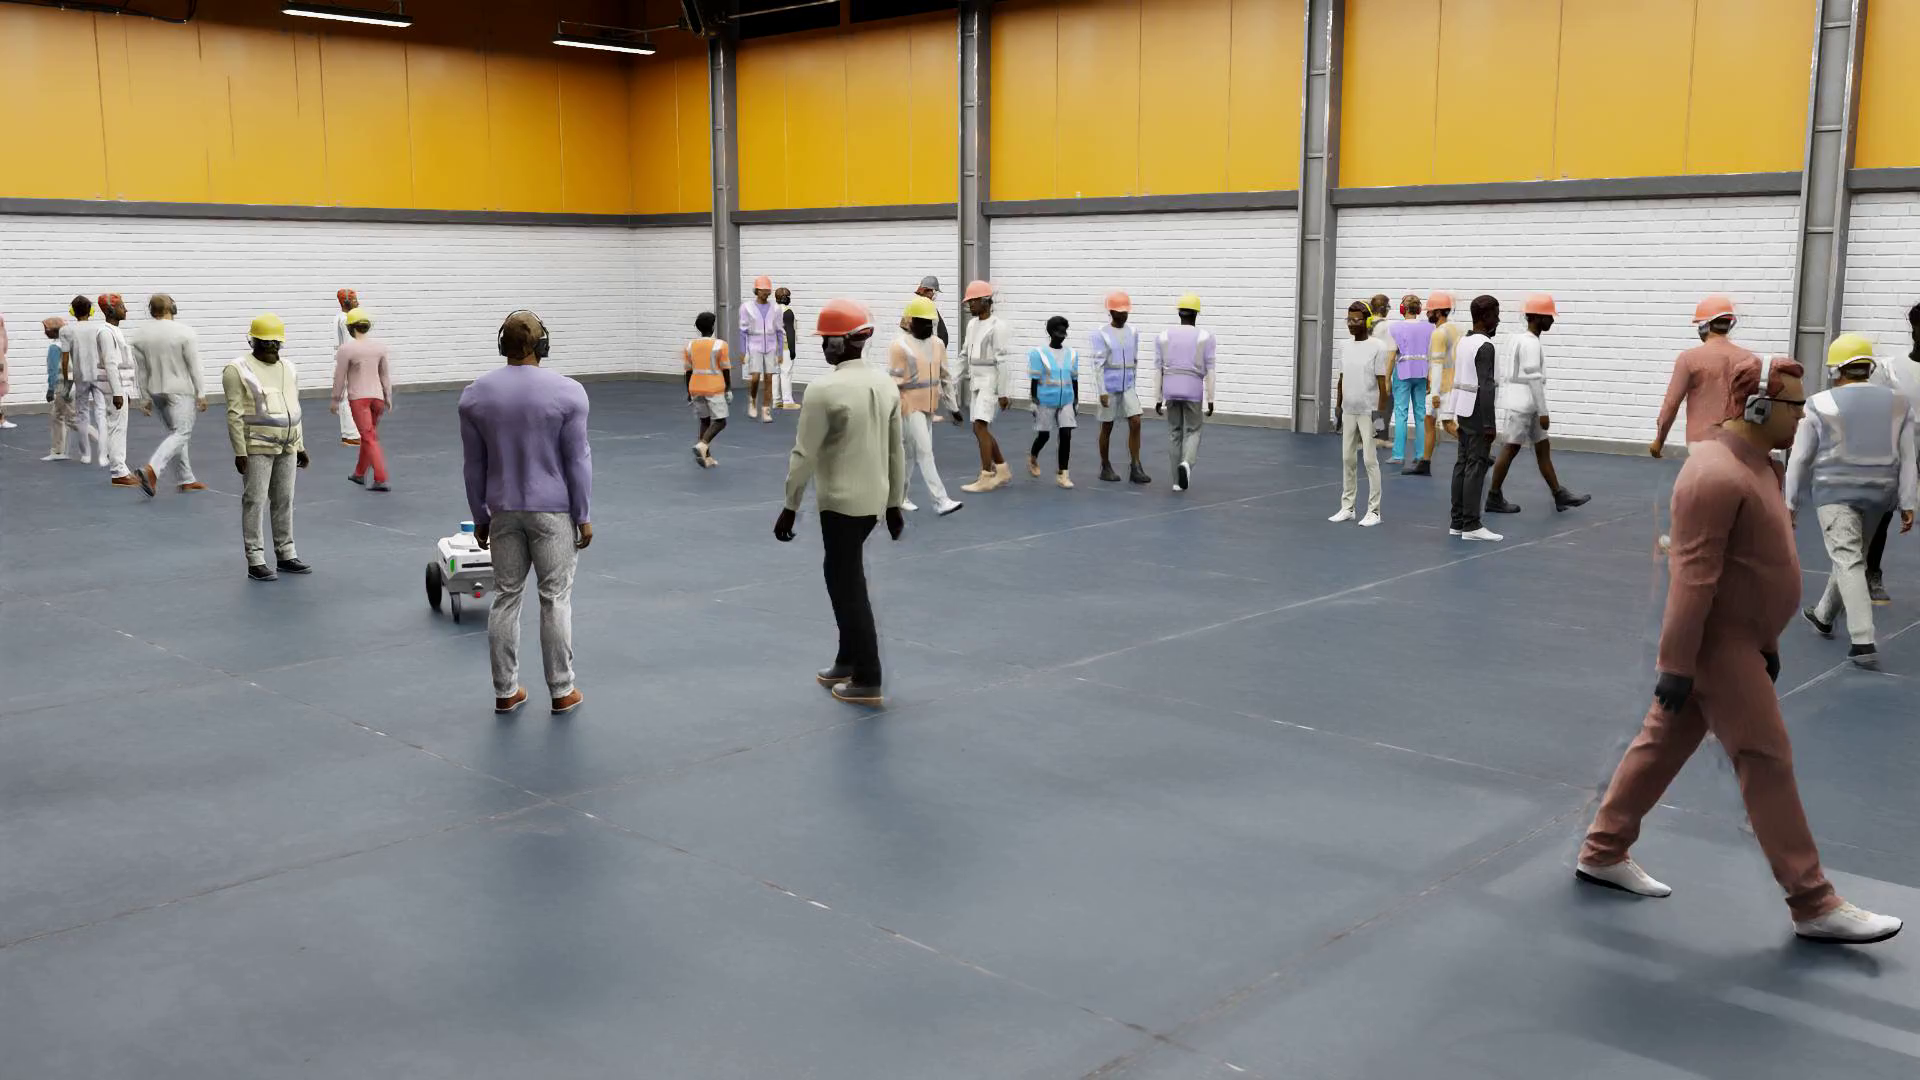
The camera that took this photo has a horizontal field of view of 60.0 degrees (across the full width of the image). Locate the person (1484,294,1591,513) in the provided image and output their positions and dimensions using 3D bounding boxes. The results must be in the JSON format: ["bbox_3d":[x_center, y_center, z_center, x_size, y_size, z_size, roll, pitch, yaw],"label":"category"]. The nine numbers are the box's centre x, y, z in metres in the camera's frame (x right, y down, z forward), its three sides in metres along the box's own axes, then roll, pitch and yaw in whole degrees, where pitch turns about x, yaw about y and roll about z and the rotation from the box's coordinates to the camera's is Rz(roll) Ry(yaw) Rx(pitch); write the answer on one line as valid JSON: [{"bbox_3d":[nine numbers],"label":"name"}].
[{"bbox_3d":[5.000,-1.149,14.282,0.942,1.892,0.570,3,10,18],"label":"person"}]

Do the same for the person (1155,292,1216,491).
[{"bbox_3d":[2.106,-1.380,15.707,0.587,1.905,0.618,4,10,21],"label":"person"}]

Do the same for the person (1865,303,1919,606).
[{"bbox_3d":[5.839,-0.493,10.171,0.608,1.917,0.983,2,9,10],"label":"person"}]

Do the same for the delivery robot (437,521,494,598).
[{"bbox_3d":[-3.024,0.128,10.285,0.477,0.478,0.707,-4,10,-22],"label":"delivery robot"}]

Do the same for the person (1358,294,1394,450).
[{"bbox_3d":[4.911,-1.955,19.460,0.554,1.829,0.519,-6,11,-33],"label":"person"}]

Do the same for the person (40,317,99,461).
[{"bbox_3d":[-9.778,-1.656,18.308,0.747,1.609,0.509,-2,10,-15],"label":"person"}]

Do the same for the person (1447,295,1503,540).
[{"bbox_3d":[4.052,-0.960,13.072,0.391,1.920,0.593,0,9,-3],"label":"person"}]

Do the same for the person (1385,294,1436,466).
[{"bbox_3d":[4.847,-1.717,17.932,0.563,1.848,0.391,-2,9,-11],"label":"person"}]

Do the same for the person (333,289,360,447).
[{"bbox_3d":[-7.292,-2.055,19.897,0.356,1.883,0.574,-6,11,-31],"label":"person"}]

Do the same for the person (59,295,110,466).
[{"bbox_3d":[-9.441,-1.724,18.019,0.556,1.864,0.574,-4,10,-25],"label":"person"}]

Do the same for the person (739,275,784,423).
[{"bbox_3d":[-2.725,-2.632,22.967,0.629,2.033,0.446,-4,10,-23],"label":"person"}]

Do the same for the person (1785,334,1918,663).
[{"bbox_3d":[4.880,-0.245,9.156,0.609,1.762,1.030,0,9,2],"label":"person"}]

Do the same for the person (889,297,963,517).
[{"bbox_3d":[-0.293,-1.146,14.332,0.980,1.873,0.612,8,12,42],"label":"person"}]

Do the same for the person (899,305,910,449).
[{"bbox_3d":[-0.531,-1.755,18.519,0.339,1.733,0.480,4,10,22],"label":"person"}]

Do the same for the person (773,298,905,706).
[{"bbox_3d":[-0.620,-0.182,8.124,0.673,1.970,0.620,6,11,31],"label":"person"}]

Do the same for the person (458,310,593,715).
[{"bbox_3d":[-2.050,-0.121,7.913,0.623,1.932,0.368,1,9,8],"label":"person"}]

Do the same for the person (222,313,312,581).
[{"bbox_3d":[-4.729,-0.641,11.415,0.403,1.822,0.588,5,10,27],"label":"person"}]

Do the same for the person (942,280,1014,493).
[{"bbox_3d":[0.239,-1.468,15.901,0.689,2.010,0.623,-4,10,-26],"label":"person"}]

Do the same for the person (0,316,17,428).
[{"bbox_3d":[-12.836,-2.388,21.912,0.650,1.894,0.621,6,11,32],"label":"person"}]

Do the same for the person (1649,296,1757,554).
[{"bbox_3d":[5.120,-0.700,11.444,0.613,1.926,1.047,-2,10,-14],"label":"person"}]

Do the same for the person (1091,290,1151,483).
[{"bbox_3d":[1.594,-1.490,16.364,0.558,1.901,0.817,-5,10,-27],"label":"person"}]

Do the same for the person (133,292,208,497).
[{"bbox_3d":[-7.391,-1.340,15.450,0.644,1.914,0.856,2,10,15],"label":"person"}]

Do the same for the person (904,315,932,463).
[{"bbox_3d":[-0.465,-1.663,18.245,0.309,1.636,0.523,3,10,18],"label":"person"}]

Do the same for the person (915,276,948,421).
[{"bbox_3d":[-0.431,-2.682,23.254,0.537,2.000,0.675,-2,9,-13],"label":"person"}]

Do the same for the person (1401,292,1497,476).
[{"bbox_3d":[4.978,-1.550,16.782,0.922,1.905,0.552,6,11,31],"label":"person"}]

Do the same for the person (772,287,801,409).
[{"bbox_3d":[-2.669,-2.896,25.178,0.429,1.844,0.626,-7,12,-38],"label":"person"}]

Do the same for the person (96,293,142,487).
[{"bbox_3d":[-8.213,-1.458,16.232,0.355,1.885,0.575,-4,10,-22],"label":"person"}]

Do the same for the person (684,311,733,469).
[{"bbox_3d":[-2.687,-1.561,17.461,0.536,1.679,0.573,4,10,24],"label":"person"}]

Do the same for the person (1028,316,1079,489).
[{"bbox_3d":[0.890,-1.356,16.213,0.546,1.674,0.680,-3,10,-20],"label":"person"}]

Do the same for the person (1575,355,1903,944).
[{"bbox_3d":[2.516,0.333,5.373,1.005,1.842,0.655,5,11,30],"label":"person"}]

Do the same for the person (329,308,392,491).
[{"bbox_3d":[-5.787,-1.344,15.965,0.842,1.729,0.540,6,11,33],"label":"person"}]

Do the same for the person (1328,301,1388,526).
[{"bbox_3d":[3.311,-1.043,13.780,0.329,1.861,0.506,-7,12,-38],"label":"person"}]
